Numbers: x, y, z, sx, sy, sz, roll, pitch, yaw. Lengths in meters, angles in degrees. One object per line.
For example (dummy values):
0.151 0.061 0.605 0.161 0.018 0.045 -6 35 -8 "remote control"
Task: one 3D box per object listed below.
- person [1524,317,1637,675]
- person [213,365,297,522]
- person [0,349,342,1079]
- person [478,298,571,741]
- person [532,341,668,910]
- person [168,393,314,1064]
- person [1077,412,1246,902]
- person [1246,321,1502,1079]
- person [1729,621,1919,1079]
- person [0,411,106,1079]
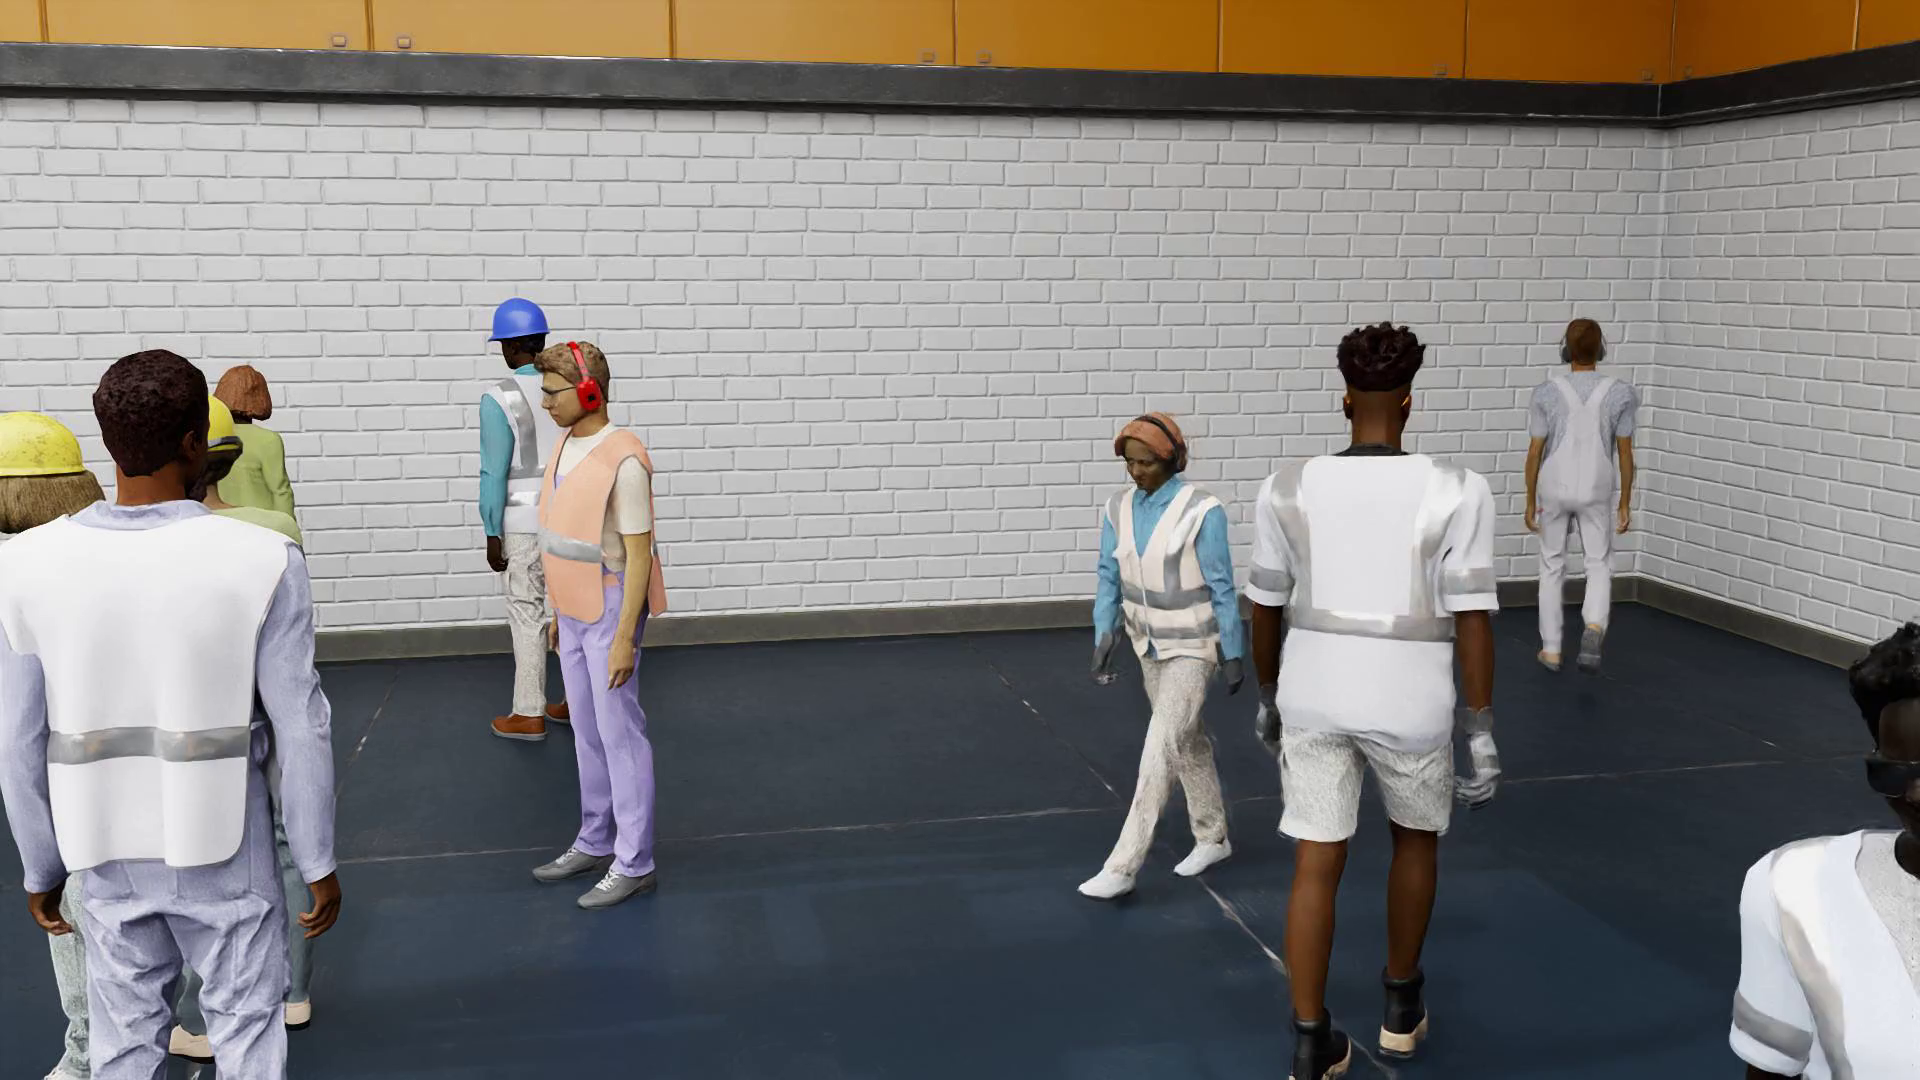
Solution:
3.107 -0.201 8.360 0.517 1.825 0.695 3 10 16 "person"
-3.216 0.024 7.567 0.498 1.634 0.279 4 10 21 "person"
-1.505 0.599 3.199 0.600 1.917 0.376 -1 9 -3 "person"
-1.863 -0.088 7.330 0.417 1.939 0.605 7 11 35 "person"
-1.175 0.270 5.449 0.388 1.837 0.564 -7 12 -36 "person"
-1.959 0.481 4.369 0.303 1.772 0.526 8 12 41 "person"
0.644 0.380 5.468 0.803 1.592 0.524 -7 11 -36 "person"
1.065 0.415 4.271 0.671 1.931 0.720 4 10 25 "person"
1.280 0.899 2.172 0.527 1.655 0.880 5 11 29 "person"
-2.126 0.567 3.926 0.493 1.743 0.295 8 12 40 "person"
